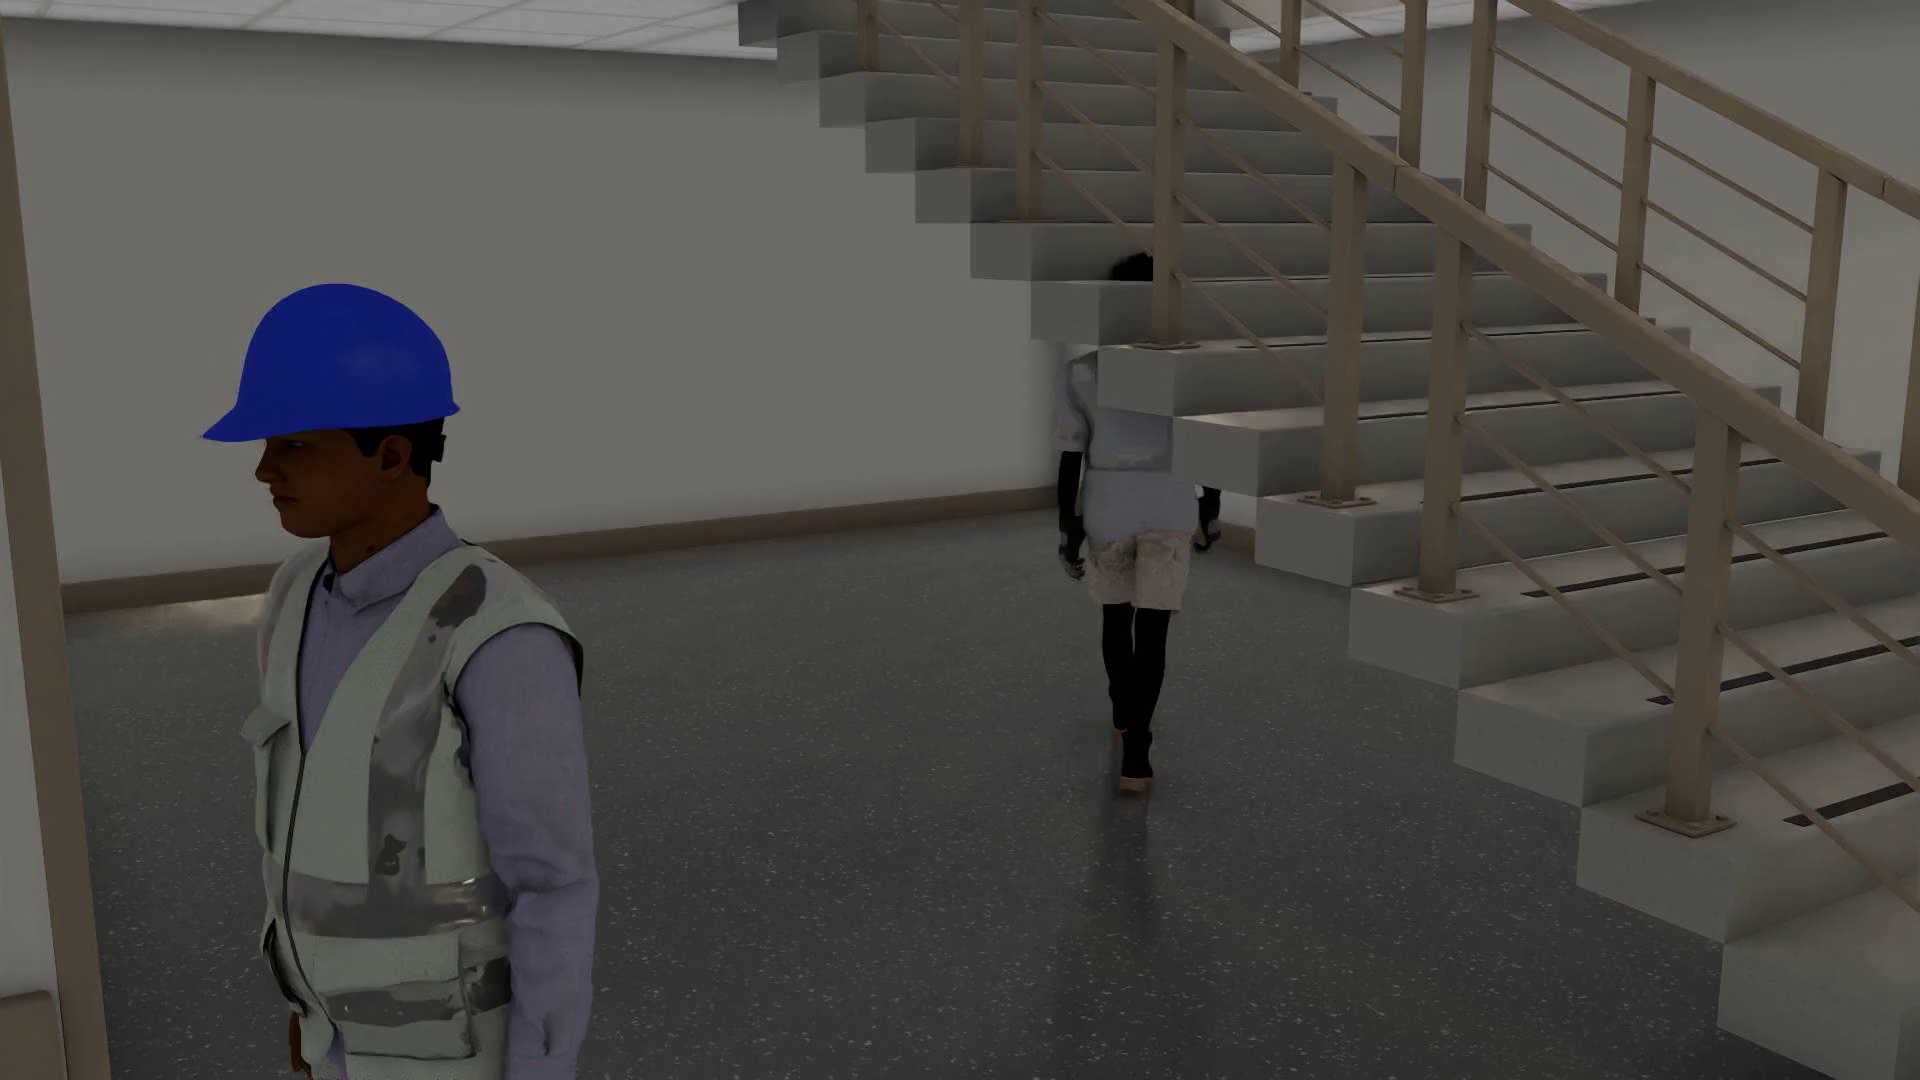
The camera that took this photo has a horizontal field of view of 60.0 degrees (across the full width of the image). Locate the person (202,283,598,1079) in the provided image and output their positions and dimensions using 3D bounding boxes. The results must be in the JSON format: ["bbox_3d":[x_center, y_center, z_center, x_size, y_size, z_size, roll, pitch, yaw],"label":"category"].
[{"bbox_3d":[-0.730,0.639,2.227,0.608,1.946,0.406,9,14,39],"label":"person"}]

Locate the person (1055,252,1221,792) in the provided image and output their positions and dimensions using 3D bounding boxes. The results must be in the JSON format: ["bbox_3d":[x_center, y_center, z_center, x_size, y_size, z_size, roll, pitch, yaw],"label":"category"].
[{"bbox_3d":[0.667,-0.092,6.161,0.605,1.917,1.012,3,11,16],"label":"person"}]
